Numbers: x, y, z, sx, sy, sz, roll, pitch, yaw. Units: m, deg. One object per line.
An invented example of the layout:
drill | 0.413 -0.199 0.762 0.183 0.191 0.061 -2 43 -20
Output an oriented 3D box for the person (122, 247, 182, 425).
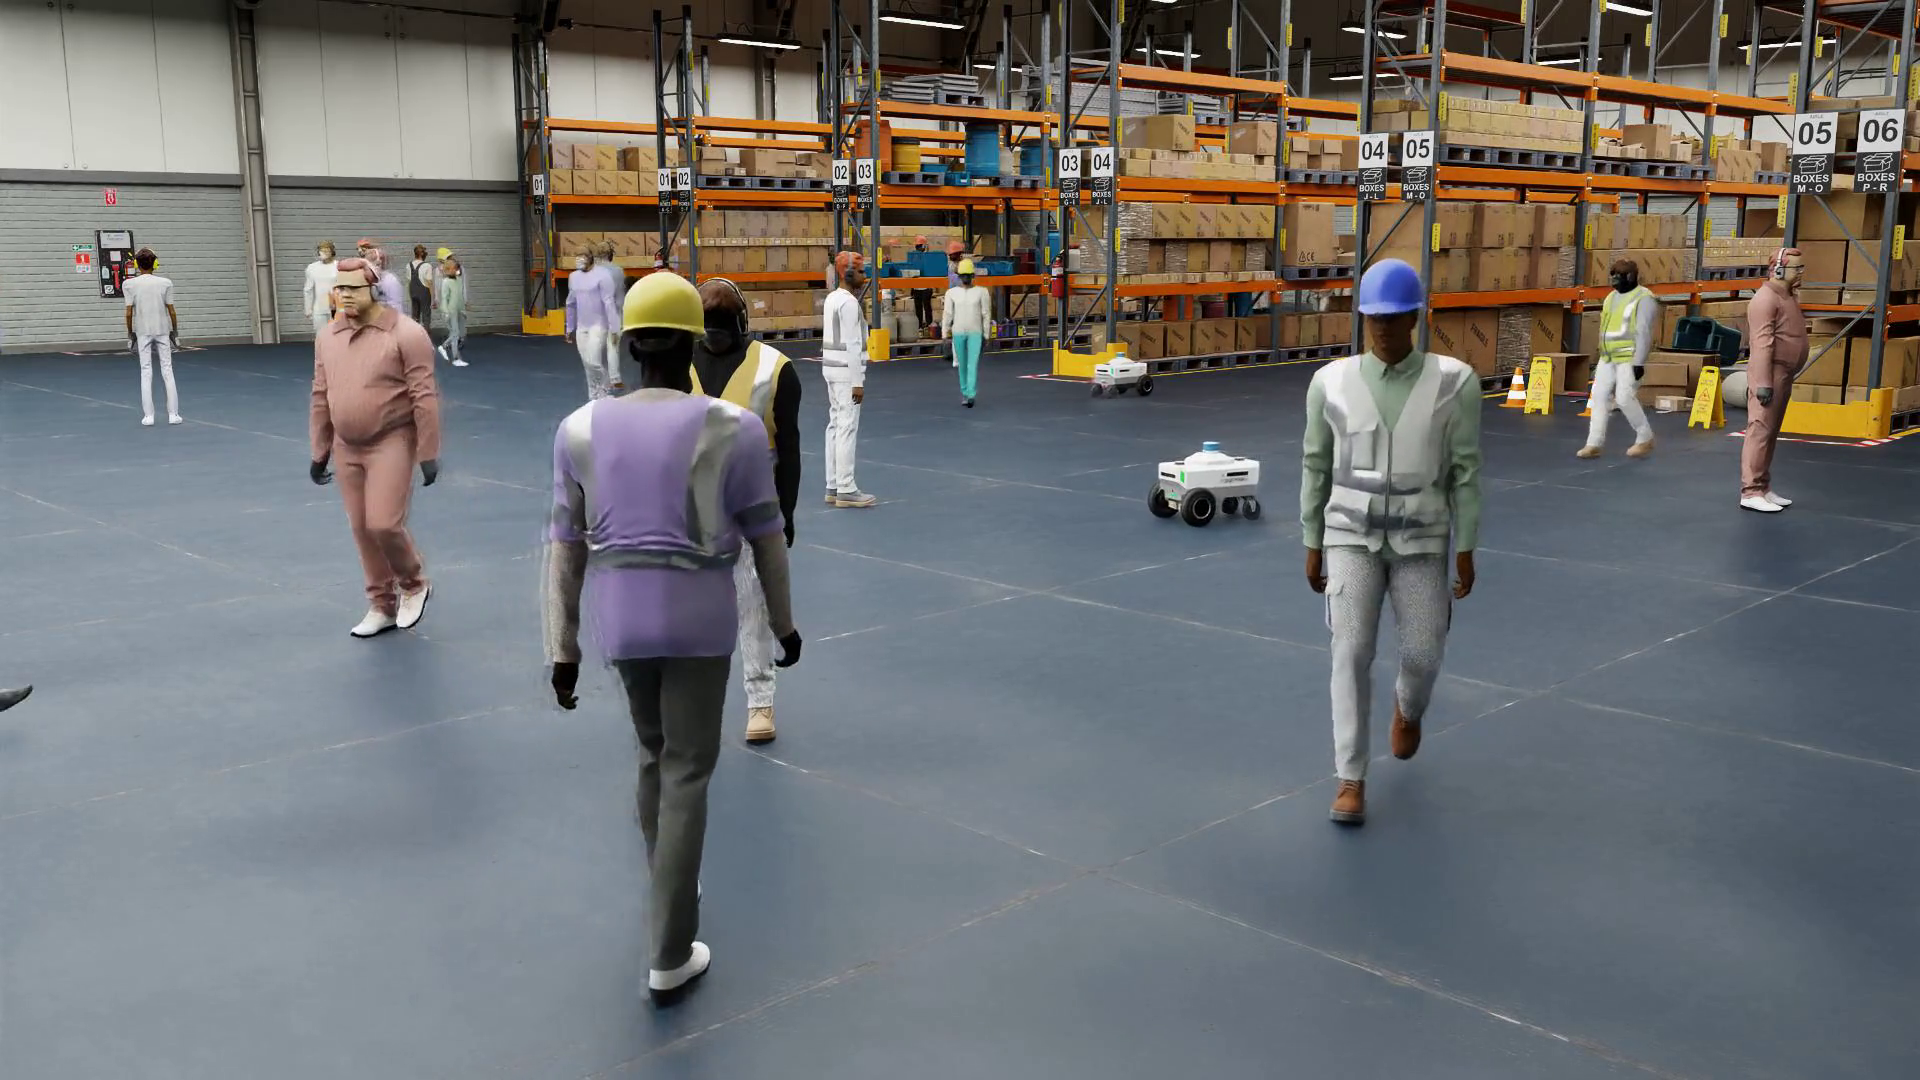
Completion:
person | -8.587 -2.165 17.698 0.512 1.872 0.328 -5 12 -26

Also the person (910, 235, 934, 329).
person | -0.749 -4.947 32.527 0.387 1.996 0.611 -10 14 -42

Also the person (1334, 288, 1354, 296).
person | 7.920 -5.265 34.269 0.395 1.993 0.630 -10 14 -43

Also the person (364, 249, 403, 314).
person | -6.361 -2.277 18.381 1.010 1.853 0.664 -7 13 -34

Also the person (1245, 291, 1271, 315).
person | 5.525 -4.571 30.601 0.629 1.945 0.424 10 15 44

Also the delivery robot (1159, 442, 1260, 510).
delivery robot | 1.773 -0.453 11.816 0.707 0.478 0.477 -5 12 -26

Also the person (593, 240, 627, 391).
person | -4.591 -2.908 21.581 0.626 1.936 0.379 4 11 20

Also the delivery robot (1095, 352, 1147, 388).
delivery robot | 2.015 -2.111 20.855 0.707 0.478 0.477 -10 14 -43

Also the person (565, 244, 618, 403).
person | -4.128 -2.359 18.666 0.730 1.906 0.485 7 12 33

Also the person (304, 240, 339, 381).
person | -8.661 -3.126 22.830 0.670 1.930 0.368 1 10 7

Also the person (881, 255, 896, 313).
person | -1.382 -4.448 30.779 0.305 1.640 0.522 -9 14 -41

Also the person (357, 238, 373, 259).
person | -9.866 -4.048 27.731 0.454 1.954 0.638 4 11 21

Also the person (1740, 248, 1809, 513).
person | 5.982 -1.174 12.196 0.408 1.909 0.638 8 13 36

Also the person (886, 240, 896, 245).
person | -1.621 -5.953 38.322 0.413 1.890 0.666 1 10 8

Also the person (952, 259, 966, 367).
person | 0.045 -3.453 25.369 0.280 1.633 0.502 -5 11 -25

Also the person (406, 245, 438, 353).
person | -9.233 -4.132 28.517 0.507 1.842 0.332 3 11 17

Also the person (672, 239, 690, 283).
person | -5.637 -5.220 34.161 0.620 1.942 1.114 4 11 22

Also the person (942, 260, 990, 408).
person | 0.067 -2.409 19.449 0.547 1.714 0.923 1 10 6

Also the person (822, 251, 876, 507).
person | -0.849 -1.203 12.416 0.337 1.882 0.583 -4 11 -20

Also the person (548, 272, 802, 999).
person | -0.762 0.228 4.572 0.600 1.892 0.815 3 11 14

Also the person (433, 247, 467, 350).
person | -8.825 -4.186 28.931 0.729 1.793 0.605 7 12 32

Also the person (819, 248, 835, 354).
person | -2.056 -4.080 28.392 0.610 1.793 0.981 6 12 31

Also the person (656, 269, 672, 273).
person | -3.256 -2.177 18.408 0.286 1.633 0.499 -8 13 -38

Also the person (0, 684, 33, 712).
person | -4.301 -0.078 6.530 0.970 1.793 0.574 -1 10 -7

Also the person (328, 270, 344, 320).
person | -7.732 -2.712 21.210 0.553 1.672 0.671 1 10 5

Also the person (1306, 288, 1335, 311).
person | 7.034 -4.743 32.503 0.539 1.612 0.697 8 13 36

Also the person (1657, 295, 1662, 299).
person | 15.449 -5.760 37.144 0.553 1.924 0.589 2 11 12

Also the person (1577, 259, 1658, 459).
person | 5.983 -1.640 15.083 0.747 1.790 0.666 -3 11 -18

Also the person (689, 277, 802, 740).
person | -0.945 -0.115 6.616 0.622 1.839 0.429 1 10 4

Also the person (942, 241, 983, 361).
person | 0.015 -3.847 26.753 0.578 1.918 0.550 -6 12 -29

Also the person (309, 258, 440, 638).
person | -2.940 -0.448 8.284 0.676 1.890 0.429 4 11 19

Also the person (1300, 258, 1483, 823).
person | 1.506 -0.019 5.842 0.619 1.931 0.681 3 11 17

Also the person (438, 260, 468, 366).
person | -7.856 -3.505 25.679 0.487 1.620 0.511 3 11 14
